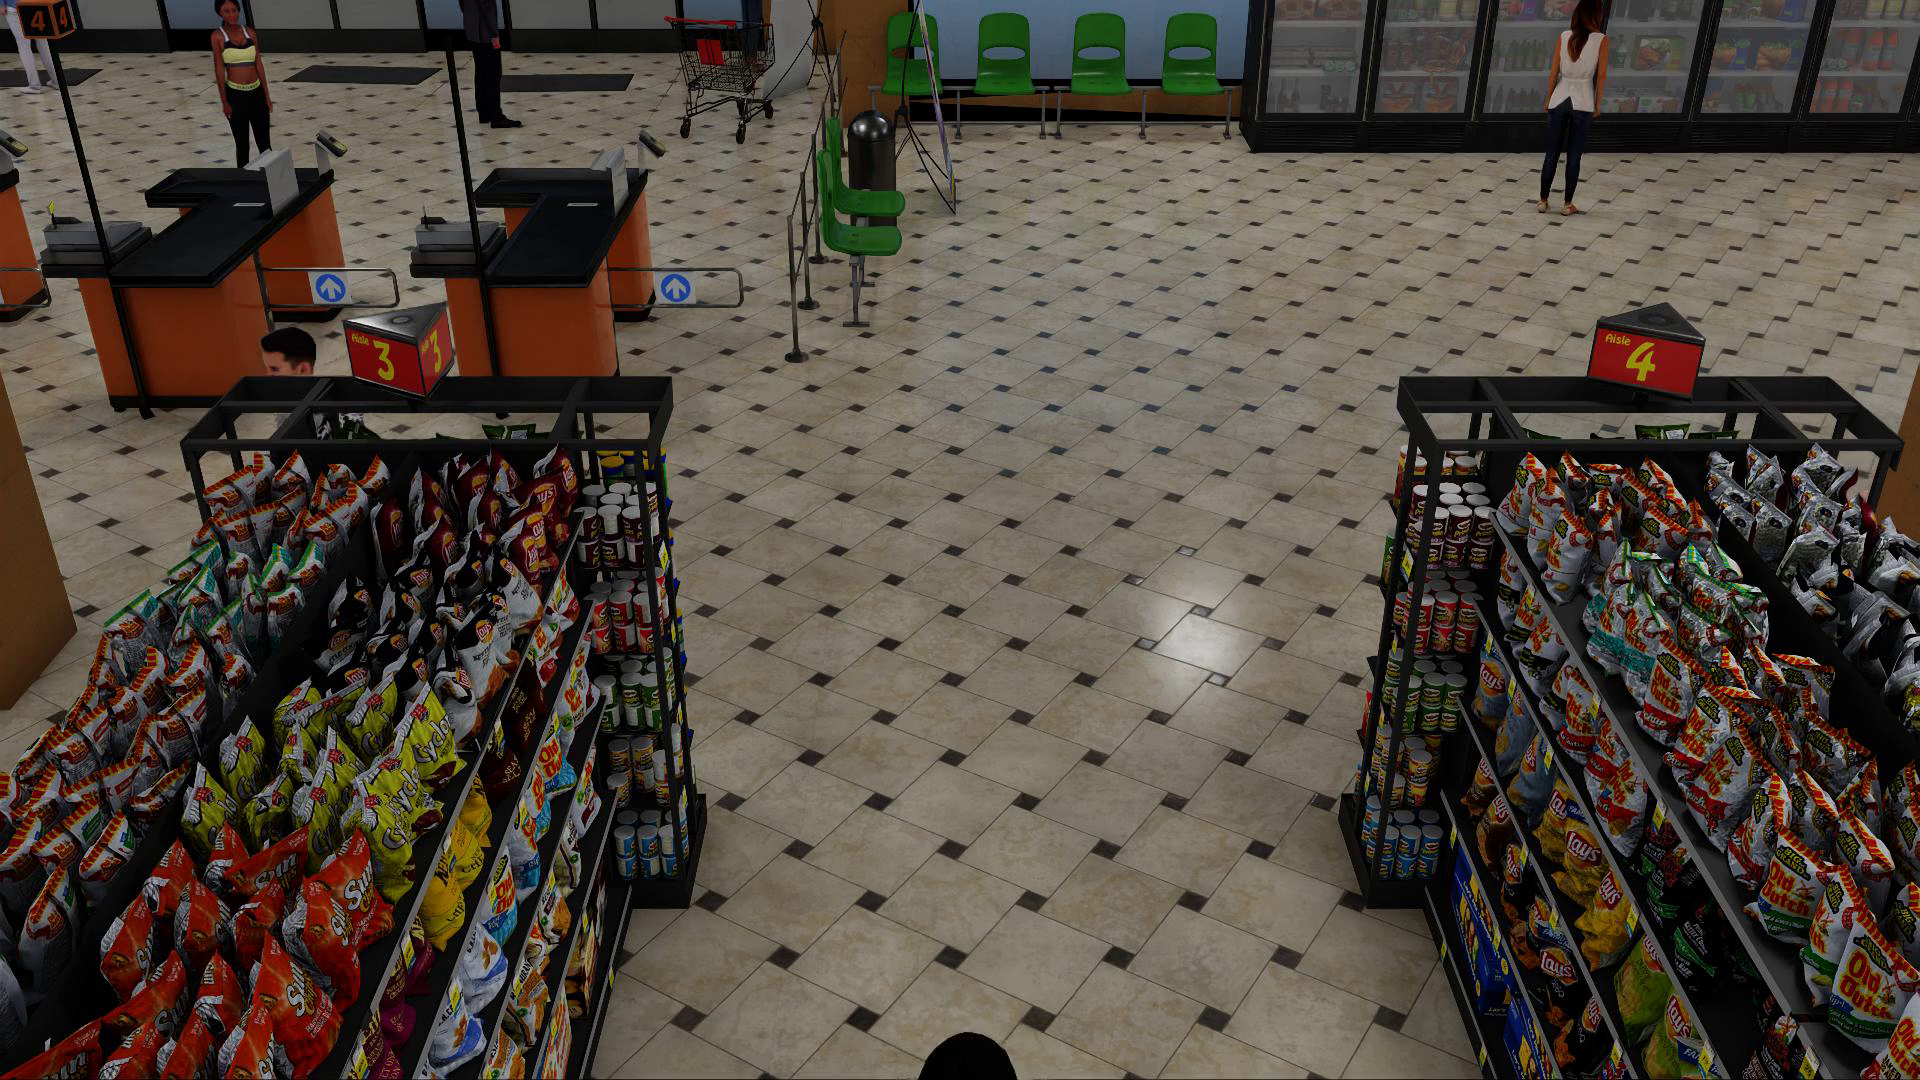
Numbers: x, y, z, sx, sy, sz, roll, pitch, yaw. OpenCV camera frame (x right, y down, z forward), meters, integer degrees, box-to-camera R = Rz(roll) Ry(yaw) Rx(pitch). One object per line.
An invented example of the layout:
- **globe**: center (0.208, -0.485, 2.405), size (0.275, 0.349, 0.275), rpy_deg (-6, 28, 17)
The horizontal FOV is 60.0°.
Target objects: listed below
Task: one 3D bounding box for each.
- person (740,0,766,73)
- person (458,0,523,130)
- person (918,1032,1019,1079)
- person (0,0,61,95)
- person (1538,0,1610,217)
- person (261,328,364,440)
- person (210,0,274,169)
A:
- **person**: center (-2.327, -6.109, 18.368), size (0.727, 1.792, 0.614), rpy_deg (-14, 32, -24)
- **person**: center (-4.660, -4.989, 16.265), size (0.868, 1.841, 0.777), rpy_deg (-21, 35, -34)
- **person**: center (0.029, 1.789, 4.010), size (0.706, 1.688, 1.080), rpy_deg (-6, 29, -11)
- **person**: center (-9.844, -5.655, 17.437), size (0.800, 1.888, 0.689), rpy_deg (16, 32, 27)
- **person**: center (5.058, -3.590, 13.761), size (0.683, 1.784, 0.689), rpy_deg (15, 32, 26)
- **person**: center (-2.630, -0.065, 7.240), size (1.081, 1.848, 1.208), rpy_deg (19, 34, 31)
- **person**: center (-6.012, -3.696, 13.987), size (0.642, 1.755, 0.697), rpy_deg (-24, 37, -37)
